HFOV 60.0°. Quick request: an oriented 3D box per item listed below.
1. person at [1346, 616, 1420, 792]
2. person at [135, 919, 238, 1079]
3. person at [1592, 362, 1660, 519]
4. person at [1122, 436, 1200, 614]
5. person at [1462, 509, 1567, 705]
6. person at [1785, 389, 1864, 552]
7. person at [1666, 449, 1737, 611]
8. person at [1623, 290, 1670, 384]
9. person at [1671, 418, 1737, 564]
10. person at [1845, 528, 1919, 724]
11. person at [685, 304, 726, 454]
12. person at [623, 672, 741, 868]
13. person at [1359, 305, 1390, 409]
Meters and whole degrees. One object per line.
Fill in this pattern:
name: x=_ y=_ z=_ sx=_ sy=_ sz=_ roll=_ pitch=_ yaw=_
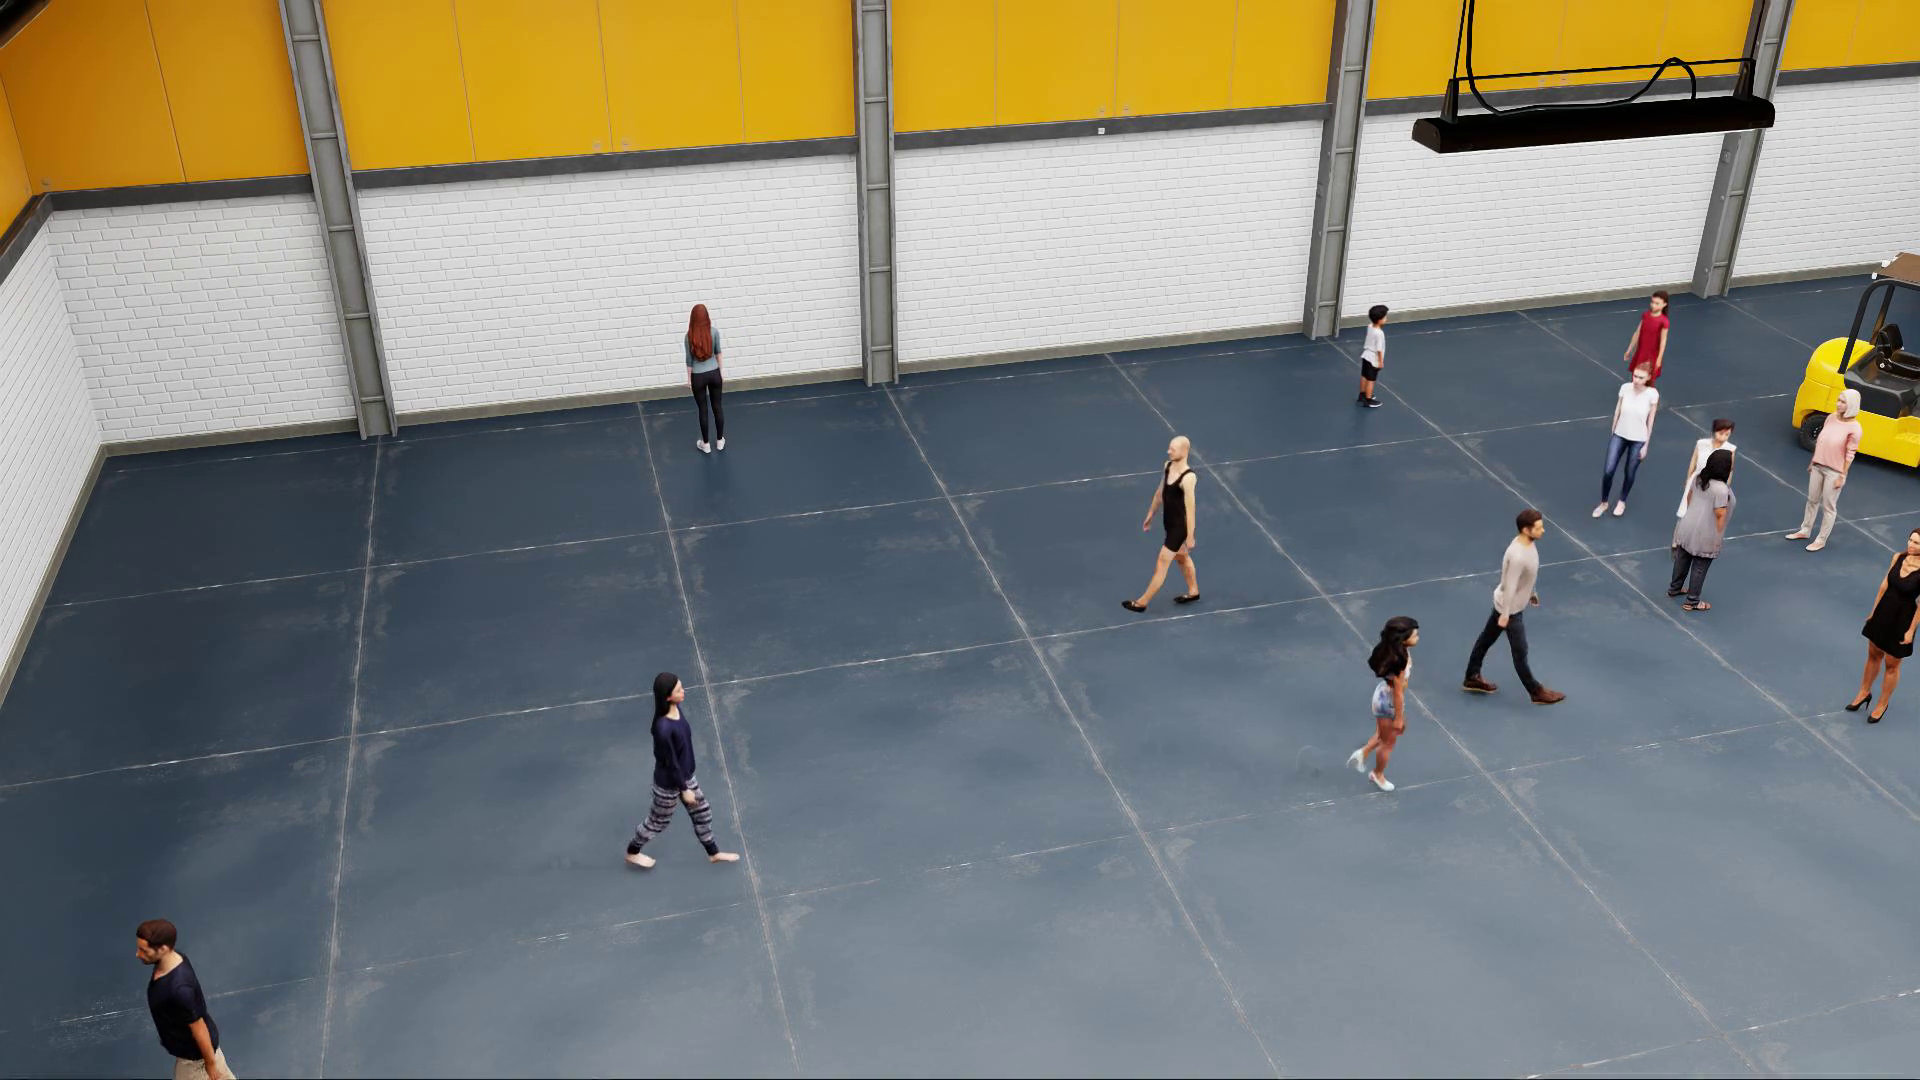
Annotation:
person: x=3.309 y=1.289 z=13.091 sx=0.769 sy=1.613 sz=0.709 roll=6 pitch=29 yaw=12
person: x=-4.432 y=2.945 z=9.821 sx=0.990 sy=1.837 sz=0.858 roll=-18 pitch=34 yaw=-30
person: x=6.995 y=-1.060 z=17.285 sx=0.769 sy=1.721 sz=0.835 roll=17 pitch=33 yaw=29
person: x=2.109 y=-0.147 z=15.554 sx=1.065 sy=1.777 sz=0.663 roll=-8 pitch=30 yaw=-14
person: x=4.611 y=0.550 z=14.217 sx=1.196 sy=1.832 sz=1.073 roll=10 pitch=30 yaw=18
person: x=8.719 y=-0.718 z=16.655 sx=0.533 sy=1.724 sz=0.614 roll=-9 pitch=30 yaw=-17
person: x=7.000 y=-0.122 z=15.680 sx=0.628 sy=1.610 sz=0.612 roll=-8 pitch=30 yaw=-14
person: x=8.120 y=-2.213 z=19.580 sx=0.700 sy=1.548 sz=0.653 roll=-16 pitch=33 yaw=-27
person: x=7.410 y=-0.523 z=16.501 sx=0.769 sy=1.529 sz=0.821 roll=14 pitch=32 yaw=24
person: x=7.825 y=0.710 z=13.921 sx=0.558 sy=1.835 sz=0.607 roll=-11 pitch=31 yaw=-19
person: x=-2.850 y=-1.816 z=18.648 sx=0.516 sy=1.743 sz=0.659 roll=-11 pitch=31 yaw=-20
person: x=-2.192 y=1.740 z=12.180 sx=1.169 sy=1.694 sz=0.855 roll=2 pitch=29 yaw=4
person: x=4.926 y=-2.212 z=19.881 sx=0.501 sy=1.257 sz=0.499 roll=-5 pitch=29 yaw=-9
